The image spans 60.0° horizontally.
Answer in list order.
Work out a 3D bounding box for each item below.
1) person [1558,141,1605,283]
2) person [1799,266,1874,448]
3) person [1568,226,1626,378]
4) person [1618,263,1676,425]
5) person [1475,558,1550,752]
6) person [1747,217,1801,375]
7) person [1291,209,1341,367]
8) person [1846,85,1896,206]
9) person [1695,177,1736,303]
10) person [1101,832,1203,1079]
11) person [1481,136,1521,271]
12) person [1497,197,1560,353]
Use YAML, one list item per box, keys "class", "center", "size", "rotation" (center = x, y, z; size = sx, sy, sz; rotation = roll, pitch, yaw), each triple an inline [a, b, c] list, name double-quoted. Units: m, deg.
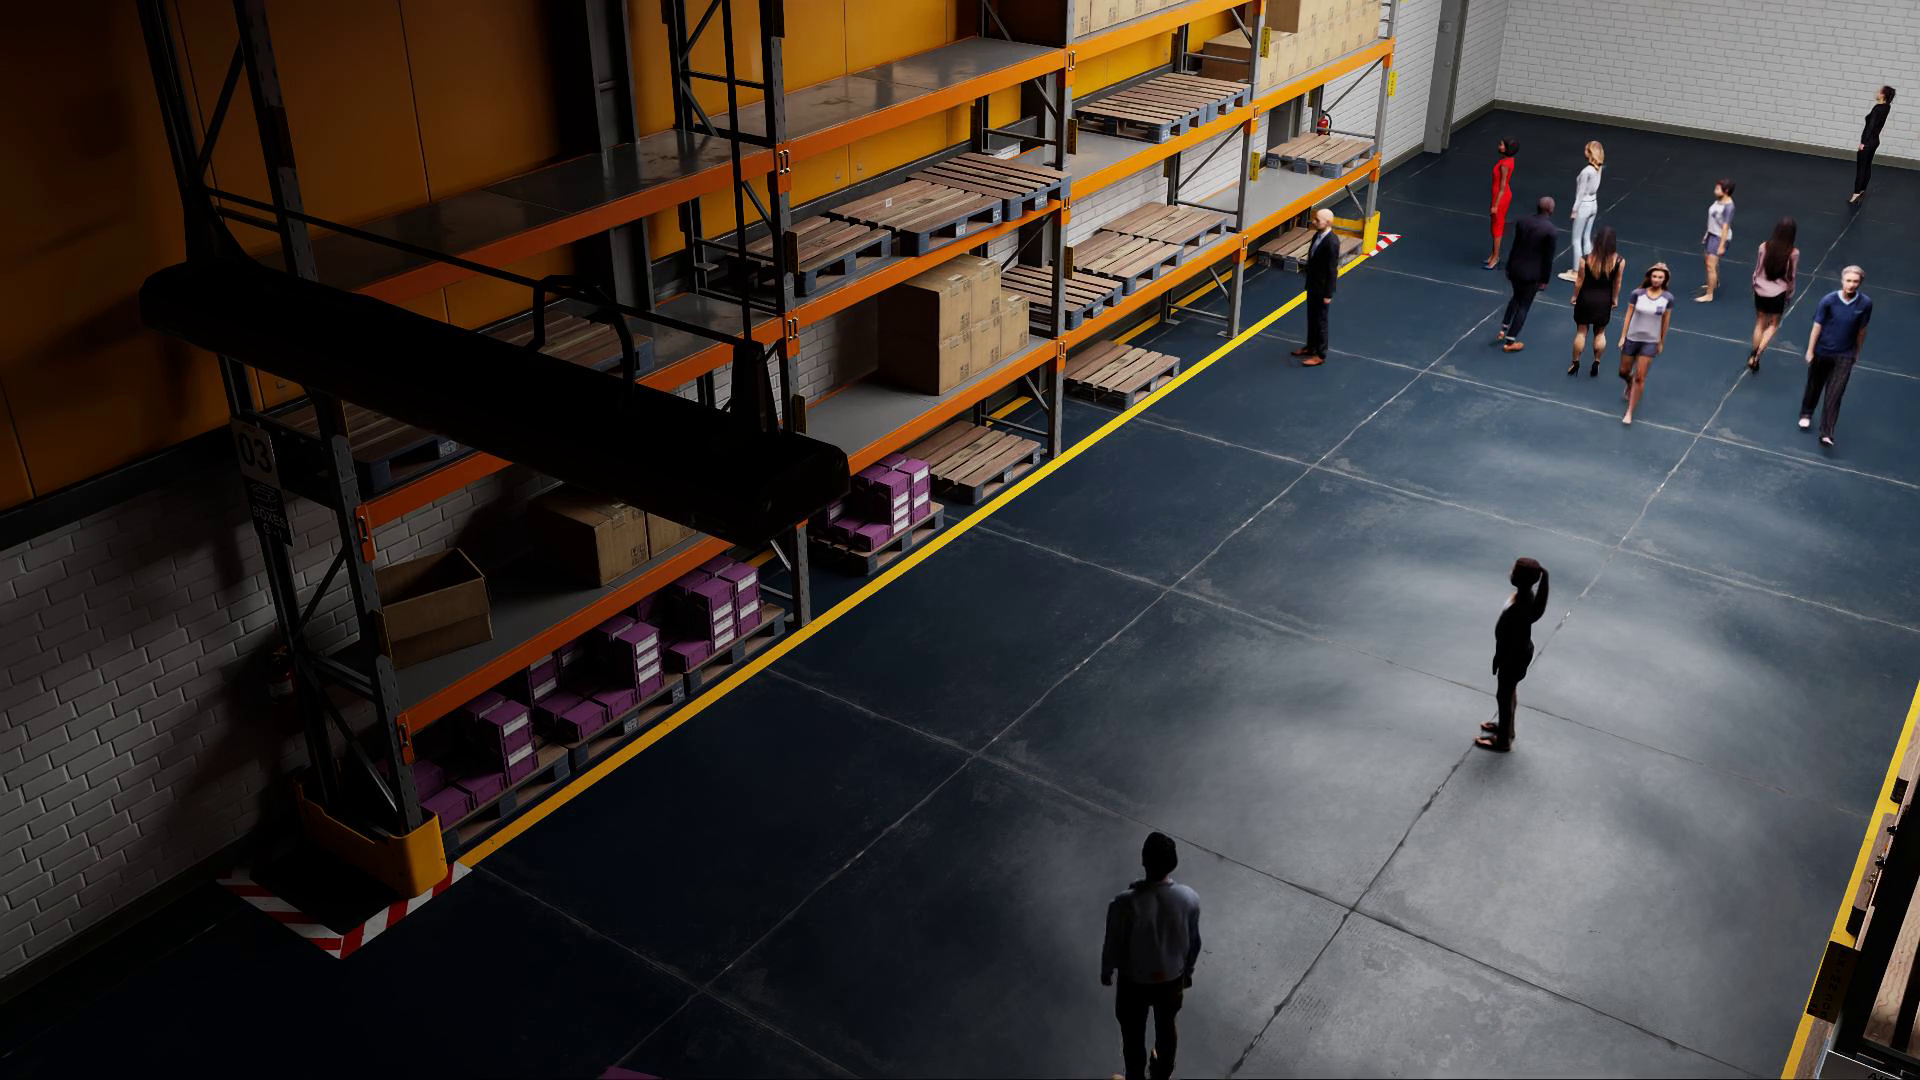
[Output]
- class: "person"
  center: [7.974, -4.197, 21.218]
  size: [0.505, 1.794, 0.684]
  rotation: [-24, 37, -37]
- class: "person"
  center: [8.913, -1.926, 17.025]
  size: [0.833, 1.822, 1.218]
  rotation: [11, 31, 20]
- class: "person"
  center: [7.039, -2.628, 18.429]
  size: [0.747, 1.711, 0.747]
  rotation: [5, 29, 9]
- class: "person"
  center: [7.172, -2.108, 17.468]
  size: [0.634, 1.717, 0.921]
  rotation: [15, 32, 26]
- class: "person"
  center: [4.092, 0.827, 12.259]
  size: [0.638, 1.553, 0.517]
  rotation: [11, 31, 20]
- class: "person"
  center: [8.921, -2.655, 18.386]
  size: [0.664, 1.798, 0.808]
  rotation: [23, 36, 36]
- class: "person"
  center: [4.068, -2.869, 18.780]
  size: [0.810, 1.798, 0.765]
  rotation: [-6, 29, -11]
- class: "person"
  center: [13.197, -5.743, 24.141]
  size: [0.517, 1.709, 0.689]
  rotation: [-22, 36, -35]
- class: "person"
  center: [9.420, -3.759, 20.663]
  size: [0.916, 1.557, 0.785]
  rotation: [3, 29, 5]
- class: "person"
  center: [1.046, 2.401, 9.110]
  size: [0.810, 1.806, 0.879]
  rotation: [-8, 30, -14]
- class: "person"
  center: [7.026, -4.391, 21.627]
  size: [0.686, 1.743, 0.535]
  rotation: [9, 30, 15]
- class: "person"
  center: [6.460, -3.043, 19.099]
  size: [0.815, 1.797, 0.817]
  rotation: [-19, 34, -31]
